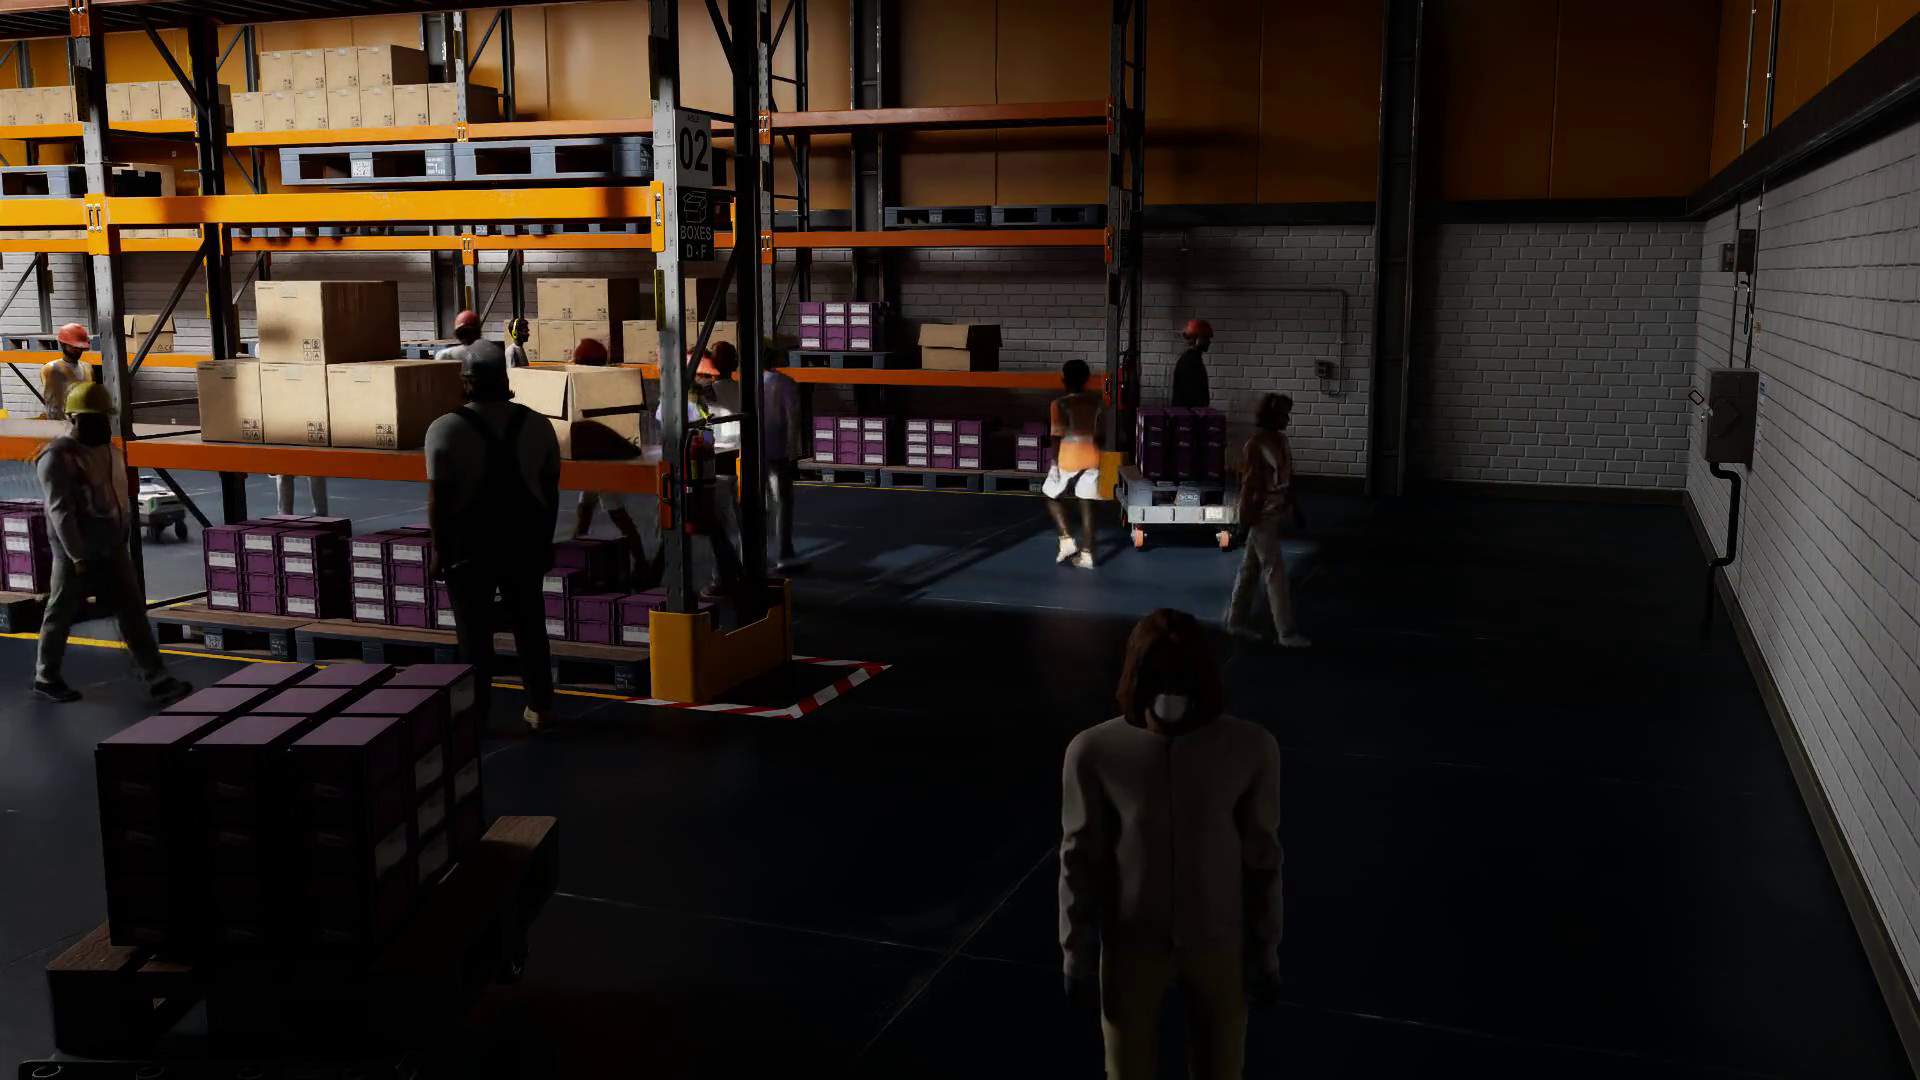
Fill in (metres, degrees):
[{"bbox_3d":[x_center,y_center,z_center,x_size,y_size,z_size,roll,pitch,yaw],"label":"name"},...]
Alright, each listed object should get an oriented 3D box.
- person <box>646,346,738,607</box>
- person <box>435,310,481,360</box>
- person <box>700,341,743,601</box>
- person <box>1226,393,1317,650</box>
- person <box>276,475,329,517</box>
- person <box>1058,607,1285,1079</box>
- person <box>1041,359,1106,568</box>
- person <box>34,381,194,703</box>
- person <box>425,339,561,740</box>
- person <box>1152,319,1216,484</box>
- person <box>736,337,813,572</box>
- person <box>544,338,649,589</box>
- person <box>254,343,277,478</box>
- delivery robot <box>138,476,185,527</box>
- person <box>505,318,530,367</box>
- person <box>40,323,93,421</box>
[{"bbox_3d":[-1.732,-0.334,11.052,1.002,1.883,0.553,3,10,21],"label":"person"},{"bbox_3d":[-4.721,-1.191,15.989,0.632,2.024,0.423,-4,10,-25],"label":"person"},{"bbox_3d":[-1.695,-0.499,12.084,0.585,1.882,0.337,-8,12,-40],"label":"person"},{"bbox_3d":[2.021,-0.115,10.546,0.768,1.608,0.534,5,10,29],"label":"person"},{"bbox_3d":[-6.139,-0.997,15.387,0.626,1.834,0.430,-5,10,-30],"label":"person"},{"bbox_3d":[0.480,0.948,3.809,0.513,1.622,0.291,0,9,2],"label":"person"},{"bbox_3d":[0.930,-0.605,13.368,0.535,1.688,0.390,-5,10,-28],"label":"person"},{"bbox_3d":[-4.728,0.033,9.077,0.947,1.786,0.585,2,9,15],"label":"person"},{"bbox_3d":[-2.415,-0.013,8.542,0.688,2.000,0.536,-6,11,-34],"label":"person"},{"bbox_3d":[2.241,-1.146,15.984,1.088,1.933,0.632,-2,9,-10],"label":"person"},{"bbox_3d":[-1.532,-0.693,13.324,0.676,1.877,0.497,4,10,22],"label":"person"},{"bbox_3d":[-2.782,-0.562,12.465,1.022,1.878,0.548,0,9,1],"label":"person"},{"bbox_3d":[-7.871,-1.694,19.324,0.371,1.966,0.608,9,13,44],"label":"person"},{"bbox_3d":[-7.268,-0.327,14.871,0.707,0.478,0.477,6,11,33],"label":"delivery robot"},{"bbox_3d":[-5.027,-1.604,19.067,0.320,1.871,0.533,-1,9,-4],"label":"person"},{"bbox_3d":[-7.935,-0.977,14.951,0.375,1.927,0.543,2,9,15],"label":"person"}]
